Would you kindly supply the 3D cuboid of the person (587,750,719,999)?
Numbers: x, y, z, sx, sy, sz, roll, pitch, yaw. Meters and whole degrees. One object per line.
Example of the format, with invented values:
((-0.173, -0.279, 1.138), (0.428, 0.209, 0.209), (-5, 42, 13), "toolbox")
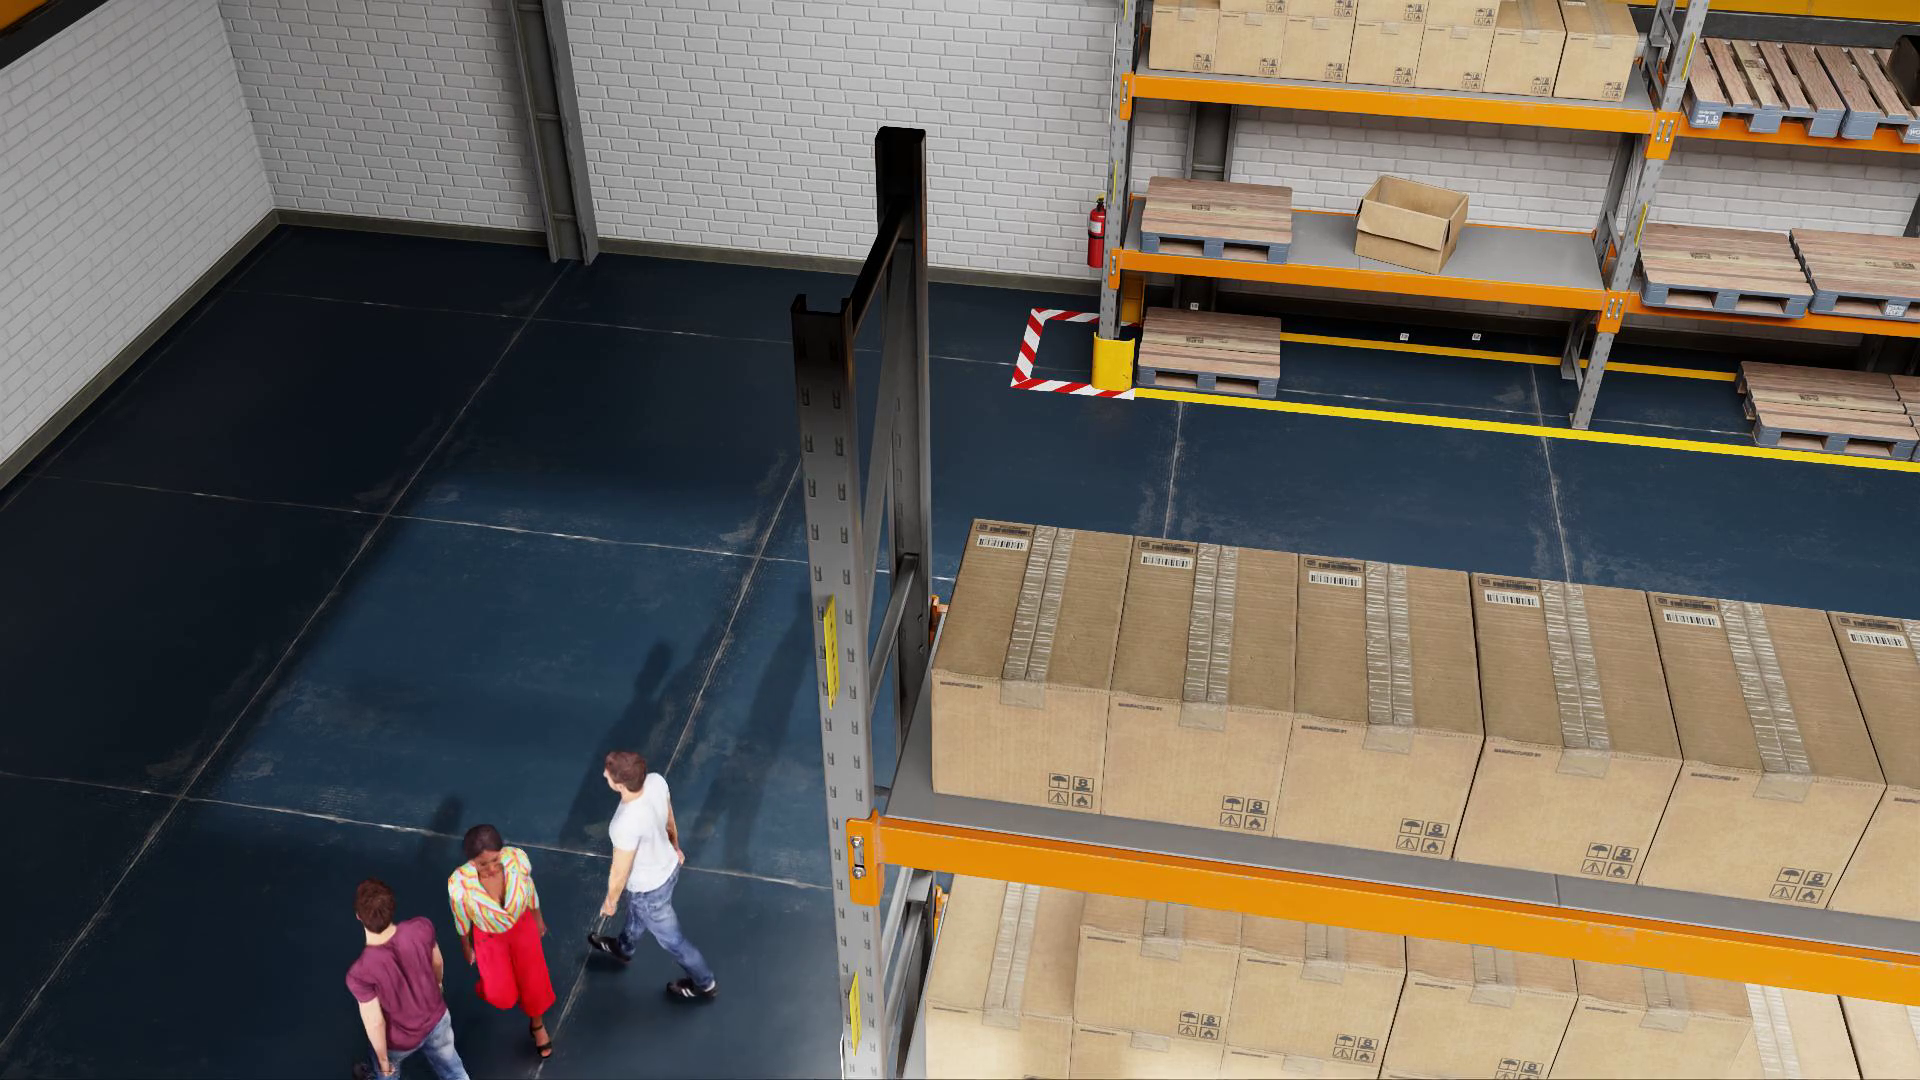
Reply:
((-1.570, 1.843, 8.949), (1.053, 1.834, 0.672), (7, 39, 9), "person")

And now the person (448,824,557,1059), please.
((-2.423, 2.040, 8.753), (0.874, 1.771, 0.936), (-26, 45, -29), "person")

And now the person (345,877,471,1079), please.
((-2.660, 2.431, 8.237), (1.192, 1.804, 0.995), (24, 44, 27), "person")
